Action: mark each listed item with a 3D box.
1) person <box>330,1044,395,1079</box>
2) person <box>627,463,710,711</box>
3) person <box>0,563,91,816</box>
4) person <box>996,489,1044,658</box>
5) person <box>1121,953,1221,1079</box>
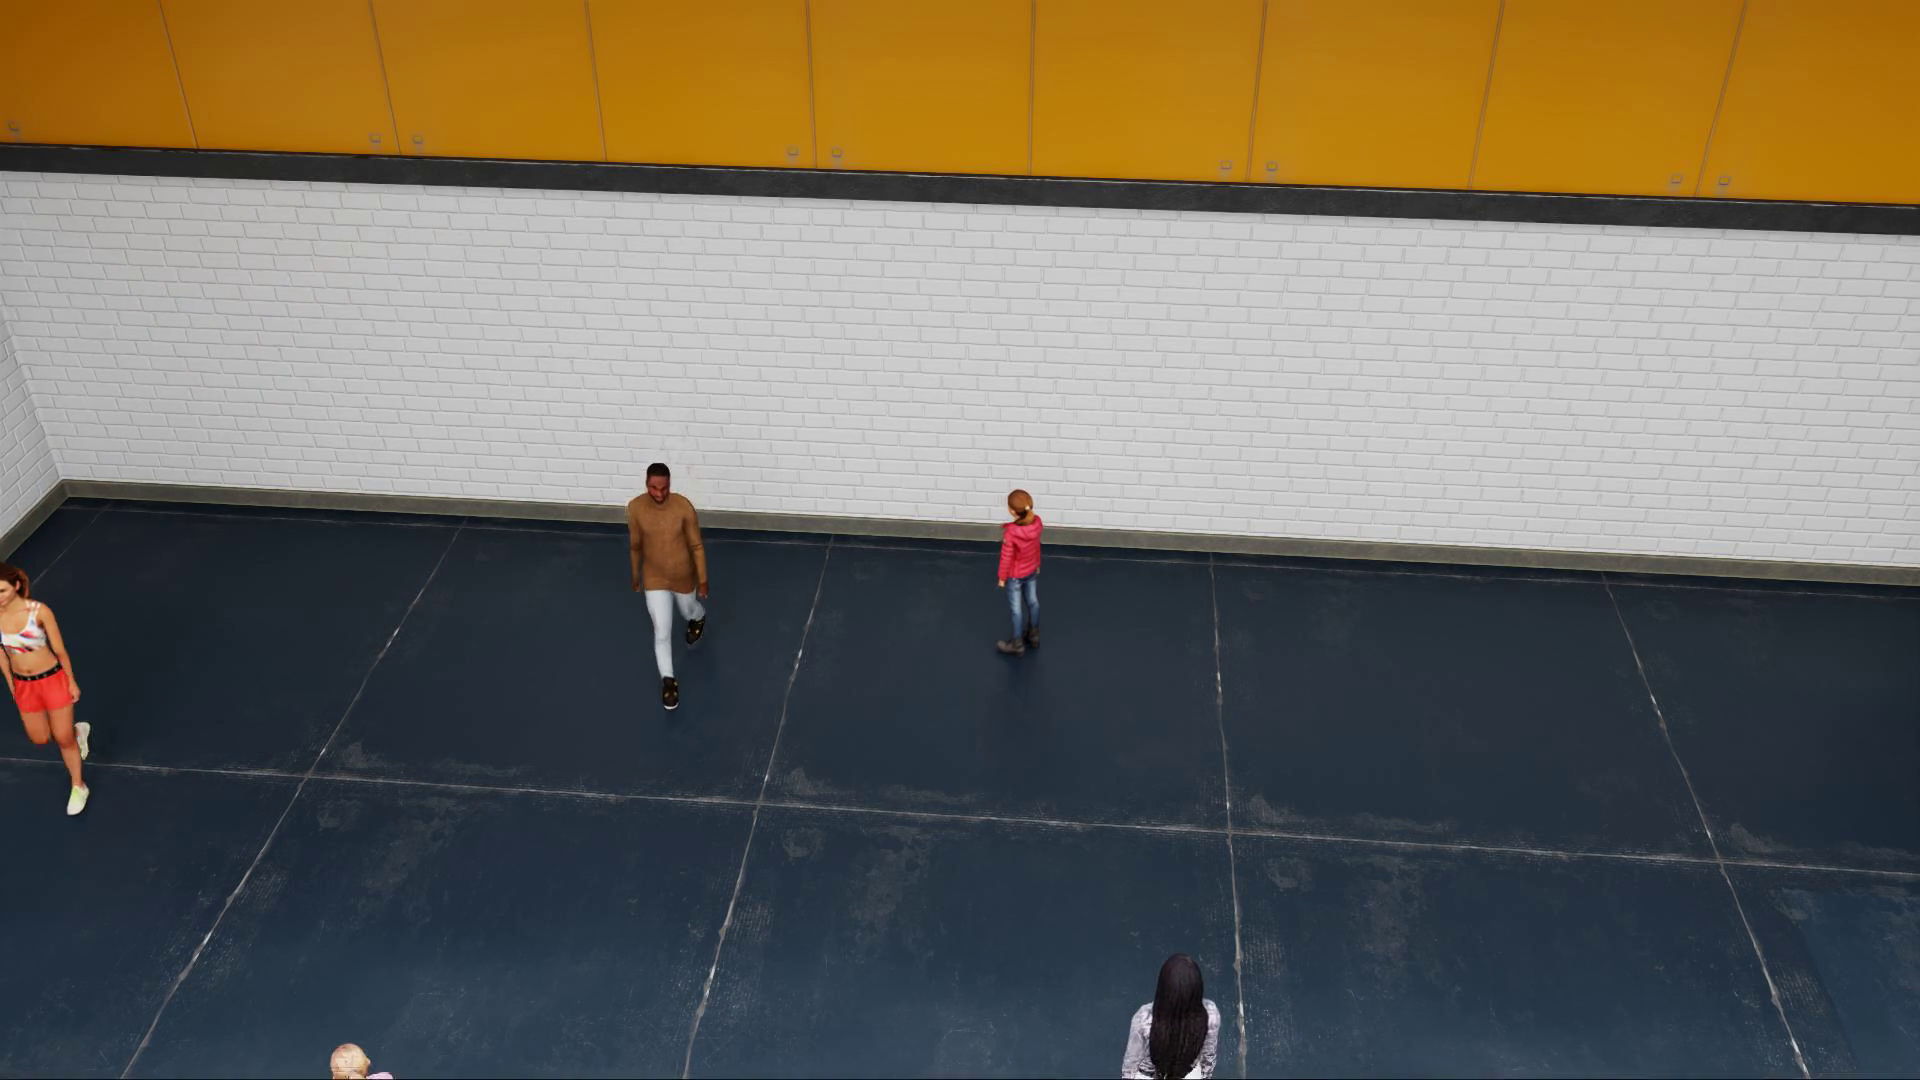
[{"bbox_3d":[-2.733,2.859,7.789,0.615,1.260,0.675,-24,40,-31],"label":"person"},{"bbox_3d":[-1.957,0.187,11.338,0.781,1.781,1.198,0,34,1],"label":"person"},{"bbox_3d":[-5.666,0.853,10.341,0.684,1.775,0.898,-4,34,-6],"label":"person"},{"bbox_3d":[0.443,0.230,11.696,0.588,1.313,0.652,-27,42,-34],"label":"person"},{"bbox_3d":[0.965,2.614,7.749,0.687,1.712,0.787,-4,34,-6],"label":"person"}]
